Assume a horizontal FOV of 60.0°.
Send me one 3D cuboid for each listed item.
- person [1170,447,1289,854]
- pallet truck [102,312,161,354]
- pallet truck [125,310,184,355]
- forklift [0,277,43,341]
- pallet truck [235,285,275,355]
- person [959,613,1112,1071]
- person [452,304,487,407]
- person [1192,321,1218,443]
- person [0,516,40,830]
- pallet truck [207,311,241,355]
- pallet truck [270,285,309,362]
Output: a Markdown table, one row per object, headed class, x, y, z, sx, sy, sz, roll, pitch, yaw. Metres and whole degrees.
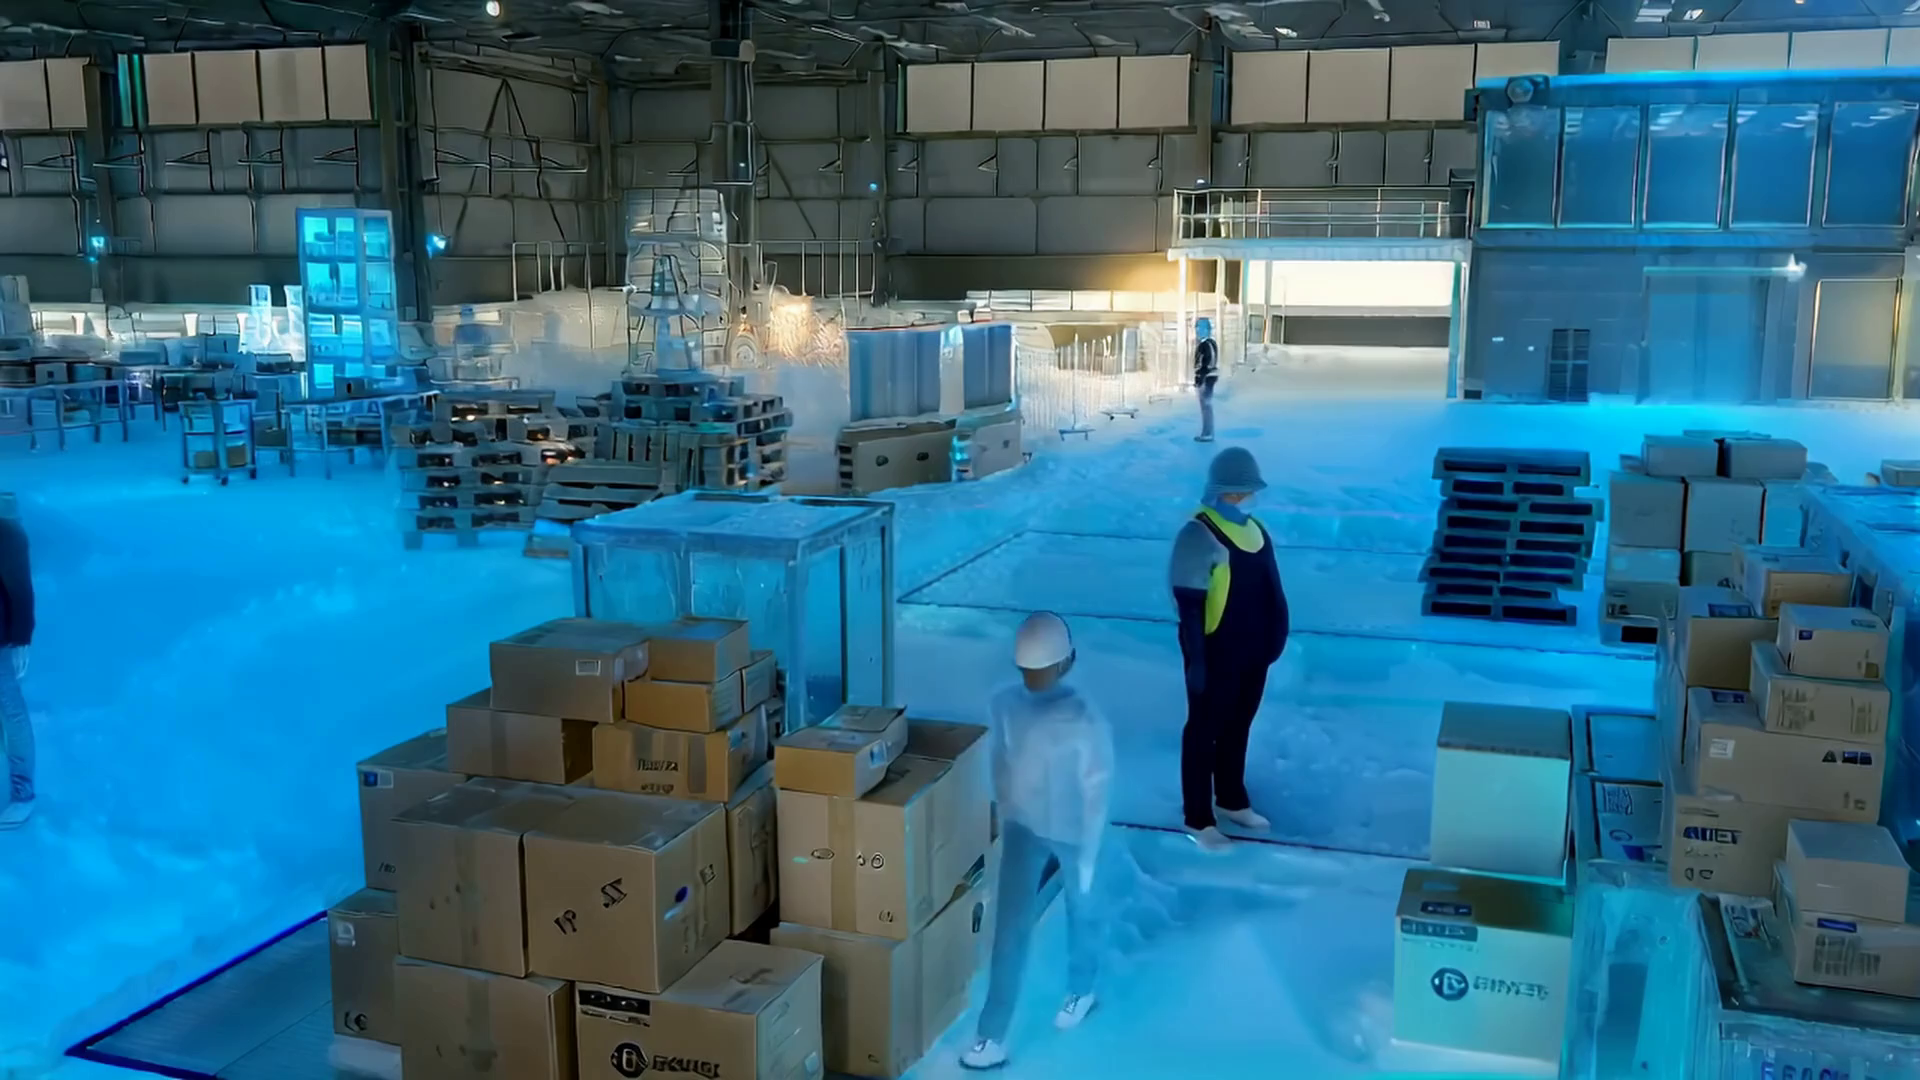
| class | x | y | z | sx | sy | sz | roll | pitch | yaw |
| --- | --- | --- | --- | --- | --- | --- | --- | --- | --- |
| person | 1.389 | 0.538 | 8.408 | 0.539 | 2.000 | 0.688 | 8 | 13 | 39 |
| pallet truck | -23.057 | -5.777 | 46.261 | 0.680 | 1.201 | 1.601 | 3 | 11 | 19 |
| pallet truck | -22.038 | -5.665 | 45.457 | 0.704 | 1.261 | 1.522 | 3 | 11 | 17 |
| forklift | -27.151 | -6.329 | 46.328 | 1.157 | 1.987 | 2.680 | 3 | 11 | 17 |
| pallet truck | -18.327 | -5.835 | 44.421 | 0.823 | 1.965 | 1.885 | 4 | 11 | 23 |
| person | 0.305 | 1.100 | 6.146 | 0.532 | 1.704 | 0.944 | 5 | 11 | 27 |
| person | -8.577 | -3.136 | 29.237 | 0.620 | 2.006 | 1.000 | -7 | 12 | -35 |
| person | 3.765 | -2.423 | 25.533 | 0.362 | 1.883 | 0.576 | 3 | 11 | 18 |
| person | -5.112 | 0.520 | 8.643 | 0.612 | 1.995 | 0.376 | 1 | 10 | 4 |
| pallet truck | -19.537 | -5.575 | 44.913 | 0.653 | 1.274 | 1.630 | 3 | 11 | 19 |
| pallet truck | -17.147 | -5.700 | 43.663 | 0.823 | 1.965 | 1.885 | 3 | 11 | 17 |
